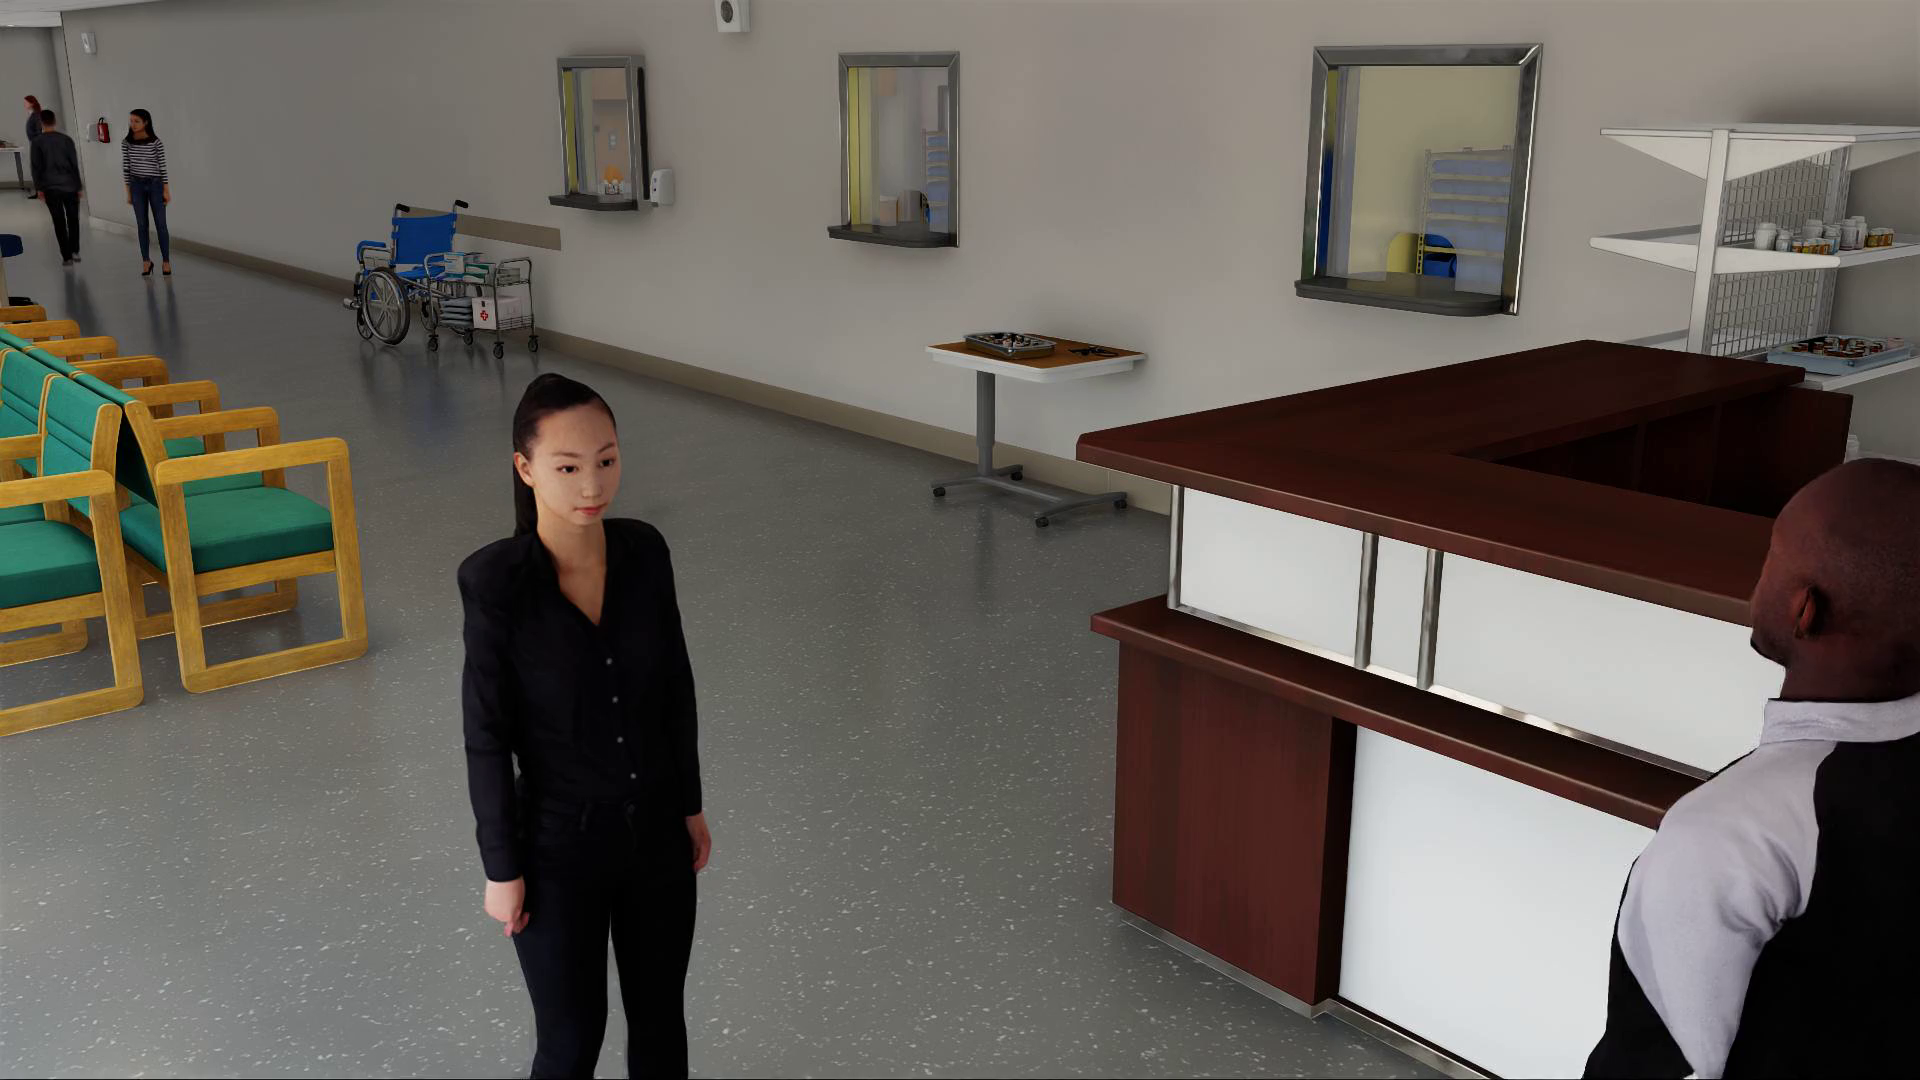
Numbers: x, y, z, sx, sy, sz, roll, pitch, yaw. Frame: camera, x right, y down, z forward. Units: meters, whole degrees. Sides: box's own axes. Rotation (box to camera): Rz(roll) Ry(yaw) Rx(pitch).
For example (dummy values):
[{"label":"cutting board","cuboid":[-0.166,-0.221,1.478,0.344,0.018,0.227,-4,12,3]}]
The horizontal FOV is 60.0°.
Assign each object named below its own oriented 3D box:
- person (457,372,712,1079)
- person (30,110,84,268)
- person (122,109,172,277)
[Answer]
[{"label":"person","cuboid":[-0.643,0.549,2.924,0.425,1.710,0.639,-14,21,-40]},{"label":"person","cuboid":[-10.253,-3.994,18.966,0.575,1.751,0.717,-10,18,-31]},{"label":"person","cuboid":[-8.877,-3.799,18.195,0.589,1.794,0.715,-3,16,-11]}]
